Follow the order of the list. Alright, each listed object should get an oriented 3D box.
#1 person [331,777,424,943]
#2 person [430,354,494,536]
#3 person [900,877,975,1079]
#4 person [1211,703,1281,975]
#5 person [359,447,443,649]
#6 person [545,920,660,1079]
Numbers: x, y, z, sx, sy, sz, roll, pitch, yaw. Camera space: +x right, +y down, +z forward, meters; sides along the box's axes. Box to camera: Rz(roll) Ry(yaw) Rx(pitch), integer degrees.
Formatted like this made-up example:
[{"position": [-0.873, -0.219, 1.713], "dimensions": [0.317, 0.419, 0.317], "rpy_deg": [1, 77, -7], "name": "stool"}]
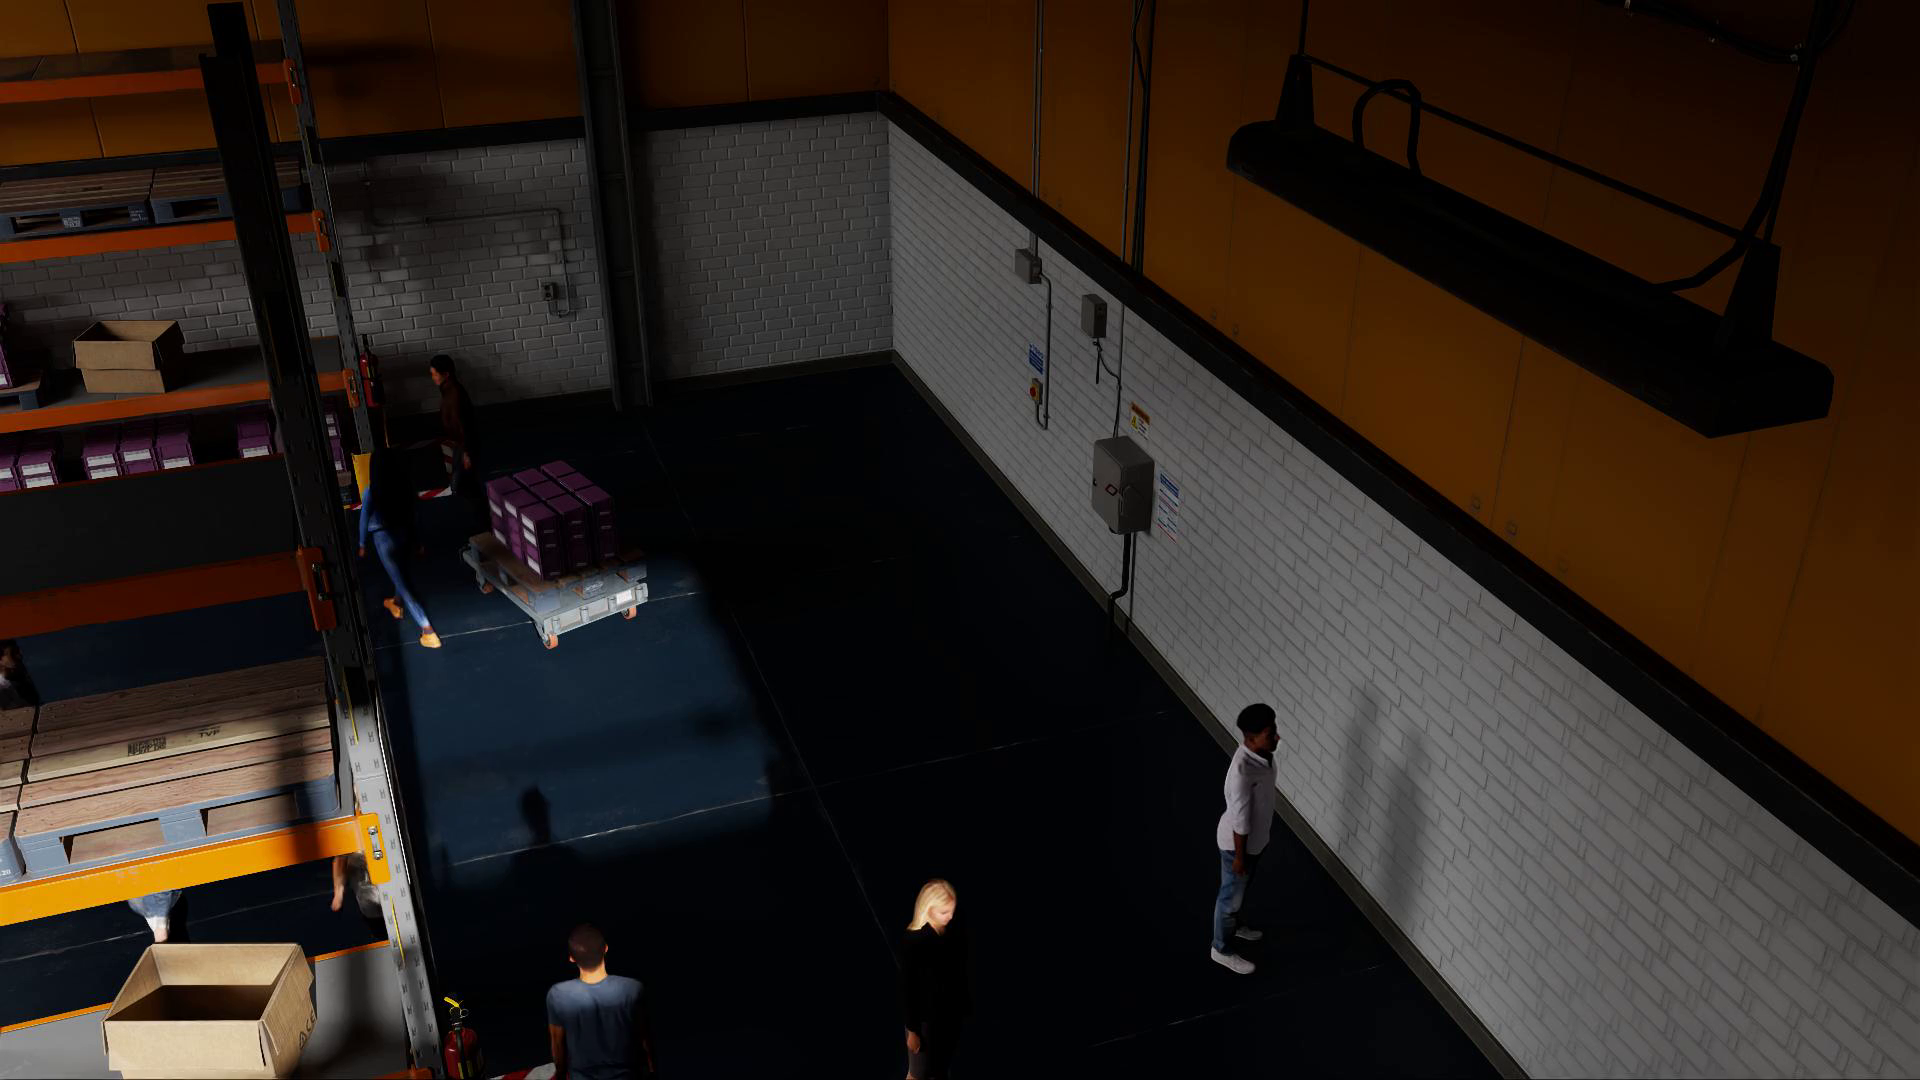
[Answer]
[{"position": [-3.247, 2.006, 9.567], "dimensions": [0.808, 1.810, 0.750], "rpy_deg": [11, 31, 20], "name": "person"}, {"position": [-4.333, -0.836, 14.828], "dimensions": [0.676, 1.760, 0.681], "rpy_deg": [-11, 30, -19], "name": "person"}, {"position": [-0.140, 2.484, 8.656], "dimensions": [0.752, 1.842, 0.637], "rpy_deg": [23, 36, 36], "name": "person"}, {"position": [1.712, 1.753, 10.023], "dimensions": [0.789, 1.816, 0.737], "rpy_deg": [12, 31, 20], "name": "person"}, {"position": [-4.428, 0.103, 13.209], "dimensions": [1.031, 1.663, 1.205], "rpy_deg": [25, 37, 38], "name": "person"}, {"position": [-1.777, 2.709, 8.296], "dimensions": [0.854, 1.792, 0.823], "rpy_deg": [-3, 29, -6], "name": "person"}]
